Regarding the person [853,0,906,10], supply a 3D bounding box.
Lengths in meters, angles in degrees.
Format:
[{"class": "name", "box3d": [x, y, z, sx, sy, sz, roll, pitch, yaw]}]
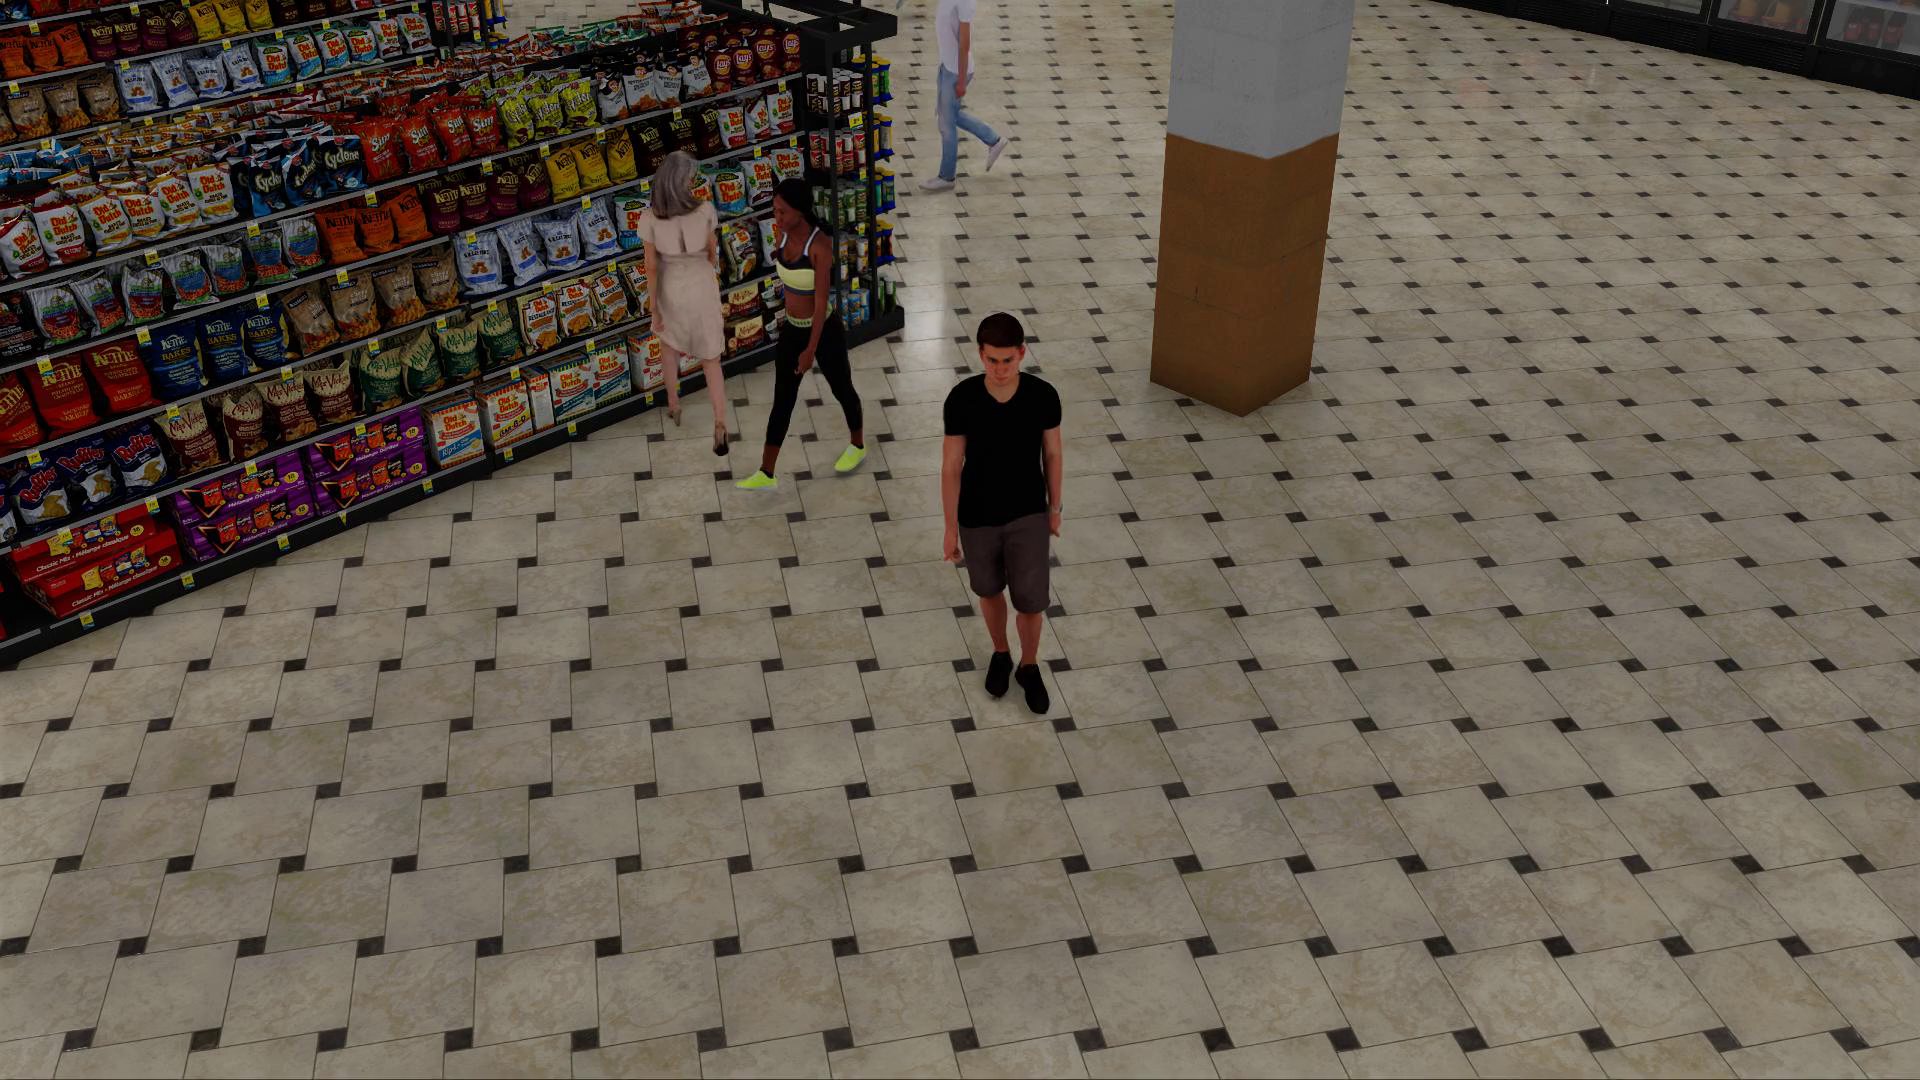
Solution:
[{"class": "person", "box3d": [-0.904, -6.184, 16.979, 0.979, 1.669, 1.008, 6, 32, 10]}]

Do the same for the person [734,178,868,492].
[{"class": "person", "box3d": [-0.700, -1.084, 8.749, 0.647, 1.705, 1.108, 22, 38, 31]}]

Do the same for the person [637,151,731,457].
[{"class": "person", "box3d": [-1.424, -1.213, 8.987, 1.134, 1.672, 1.032, -11, 34, -17]}]

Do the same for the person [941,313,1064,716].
[{"class": "person", "box3d": [0.192, -0.169, 7.146, 0.827, 1.846, 0.883, 1, 32, 2]}]

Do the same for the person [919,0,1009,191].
[{"class": "person", "box3d": [0.044, -3.558, 12.603, 1.096, 1.833, 0.950, -8, 33, -13]}]
